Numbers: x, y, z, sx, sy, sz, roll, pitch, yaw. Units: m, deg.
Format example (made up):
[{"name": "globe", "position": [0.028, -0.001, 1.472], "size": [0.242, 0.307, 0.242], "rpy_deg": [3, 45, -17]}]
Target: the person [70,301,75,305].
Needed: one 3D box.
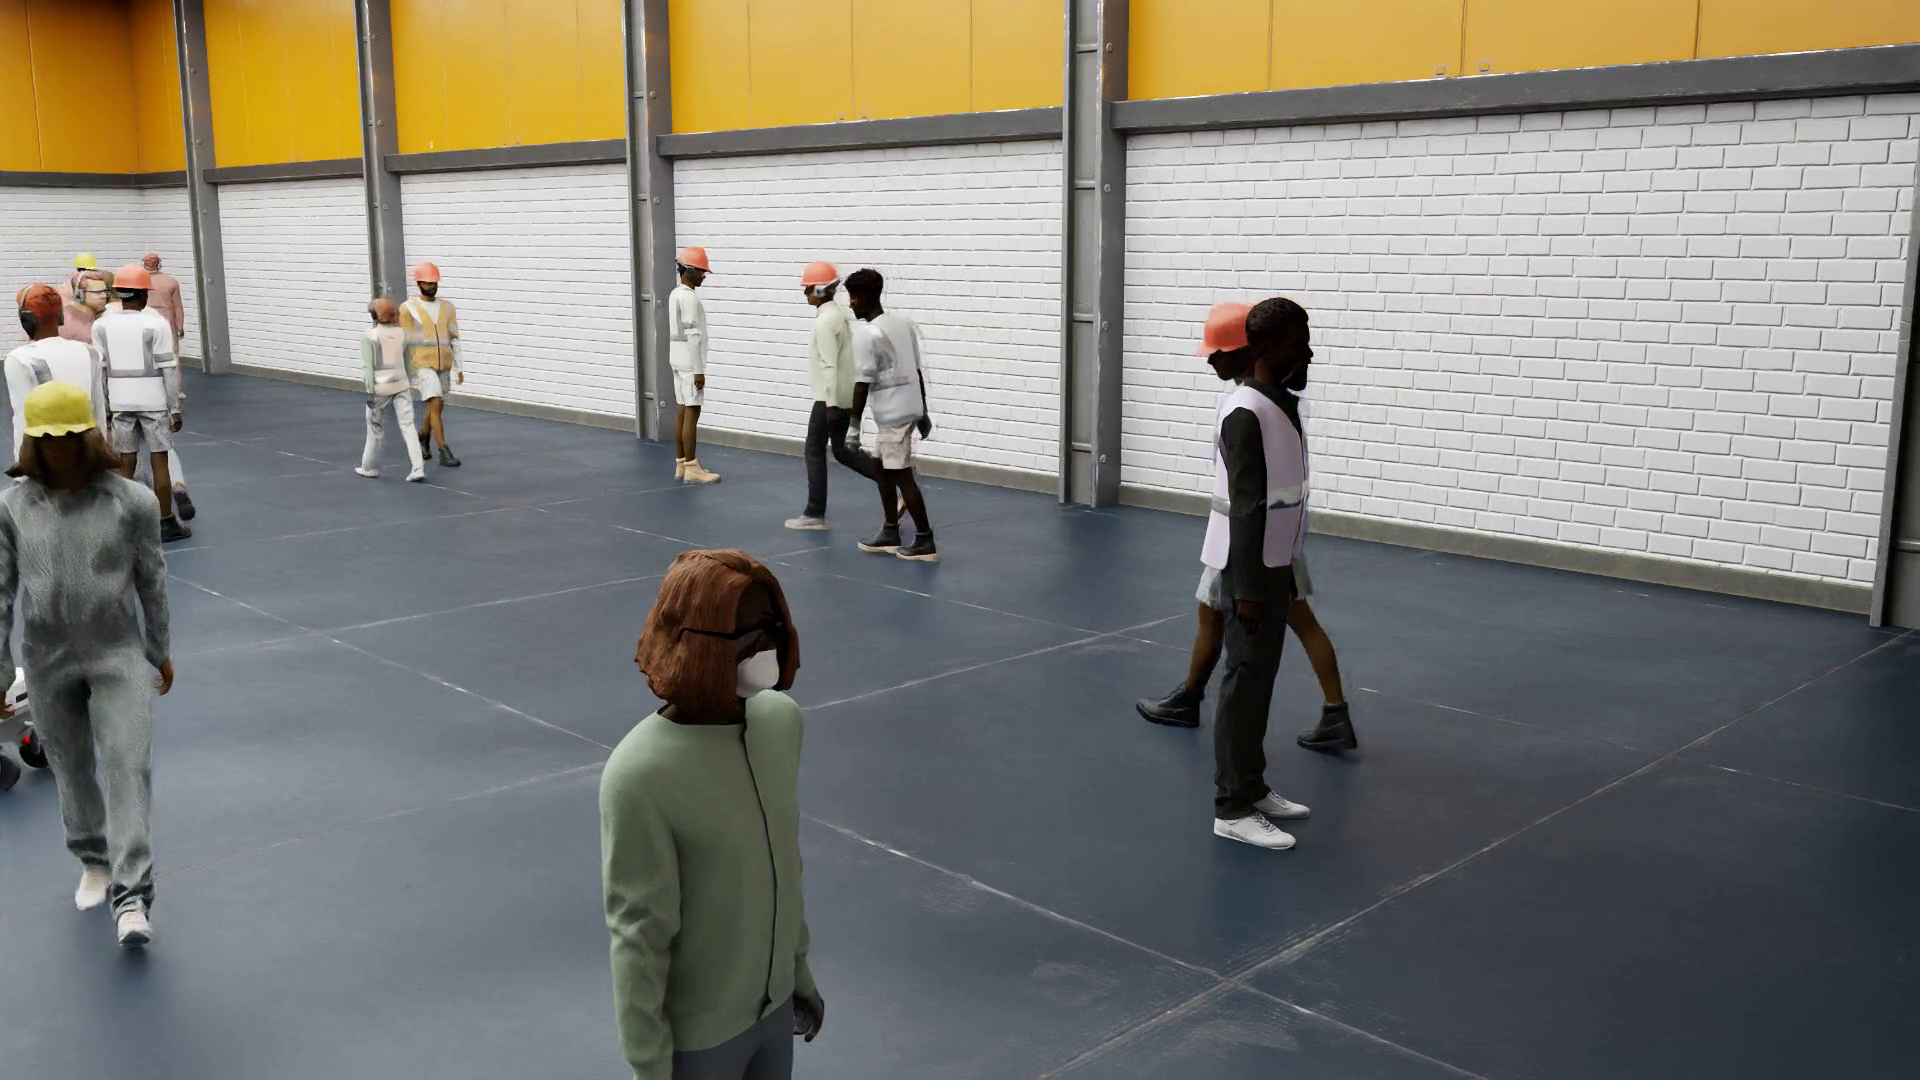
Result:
[{"name": "person", "position": [-10.067, -2.201, 19.239], "size": [0.514, 1.641, 0.308], "rpy_deg": [5, 11, 25]}]

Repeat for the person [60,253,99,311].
[{"name": "person", "position": [-10.451, -2.476, 19.987], "size": [0.392, 1.918, 0.588], "rpy_deg": [7, 13, 34]}]

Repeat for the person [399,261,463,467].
[{"name": "person", "position": [-4.964, -1.657, 15.575], "size": [0.553, 1.903, 0.941], "rpy_deg": [-10, 14, -43]}]

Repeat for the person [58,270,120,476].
[{"name": "person", "position": [-6.064, -0.936, 11.678], "size": [0.442, 1.892, 0.643], "rpy_deg": [1, 10, 4]}]

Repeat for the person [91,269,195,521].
[{"name": "person", "position": [-5.954, -1.008, 12.065], "size": [0.709, 1.895, 0.688], "rpy_deg": [7, 13, 35]}]

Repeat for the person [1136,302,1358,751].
[{"name": "person", "position": [1.236, -0.049, 6.913], "size": [1.036, 1.868, 0.563], "rpy_deg": [10, 14, 43]}]

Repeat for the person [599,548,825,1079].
[{"name": "person", "position": [-0.397, 0.815, 2.810], "size": [0.277, 1.633, 0.507], "rpy_deg": [5, 12, 26]}]

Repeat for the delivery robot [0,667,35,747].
[{"name": "delivery robot", "position": [-3.976, 0.629, 6.505], "size": [0.707, 0.478, 0.477], "rpy_deg": [1, 11, 2]}]

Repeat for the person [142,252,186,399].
[{"name": "person", "position": [-10.391, -2.759, 21.549], "size": [0.636, 1.911, 0.405], "rpy_deg": [-4, 11, -21]}]

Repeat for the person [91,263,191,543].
[{"name": "person", "position": [-5.695, -0.944, 11.575], "size": [0.552, 1.935, 0.373], "rpy_deg": [0, 10, -2]}]

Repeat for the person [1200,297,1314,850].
[{"name": "person", "position": [1.060, 0.109, 5.888], "size": [0.391, 1.917, 0.588], "rpy_deg": [4, 11, 21]}]

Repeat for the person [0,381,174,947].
[{"name": "person", "position": [-2.660, 0.379, 5.022], "size": [0.497, 1.698, 0.865], "rpy_deg": [-4, 11, -19]}]

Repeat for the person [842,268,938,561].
[{"name": "person", "position": [-0.460, -0.808, 10.887], "size": [0.710, 1.909, 0.631], "rpy_deg": [4, 11, 22]}]

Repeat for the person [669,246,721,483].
[{"name": "person", "position": [-2.309, -1.508, 14.387], "size": [0.387, 2.034, 0.605], "rpy_deg": [-4, 11, -23]}]

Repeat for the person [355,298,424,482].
[{"name": "person", "position": [-4.965, -1.300, 14.457], "size": [0.878, 1.588, 0.538], "rpy_deg": [8, 13, 37]}]

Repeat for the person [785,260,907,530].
[{"name": "person", "position": [-0.823, -1.034, 12.027], "size": [0.850, 1.963, 0.627], "rpy_deg": [2, 11, 9]}]

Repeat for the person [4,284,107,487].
[{"name": "person", "position": [-4.682, -0.383, 8.659], "size": [0.339, 1.883, 0.584], "rpy_deg": [3, 11, 16]}]
